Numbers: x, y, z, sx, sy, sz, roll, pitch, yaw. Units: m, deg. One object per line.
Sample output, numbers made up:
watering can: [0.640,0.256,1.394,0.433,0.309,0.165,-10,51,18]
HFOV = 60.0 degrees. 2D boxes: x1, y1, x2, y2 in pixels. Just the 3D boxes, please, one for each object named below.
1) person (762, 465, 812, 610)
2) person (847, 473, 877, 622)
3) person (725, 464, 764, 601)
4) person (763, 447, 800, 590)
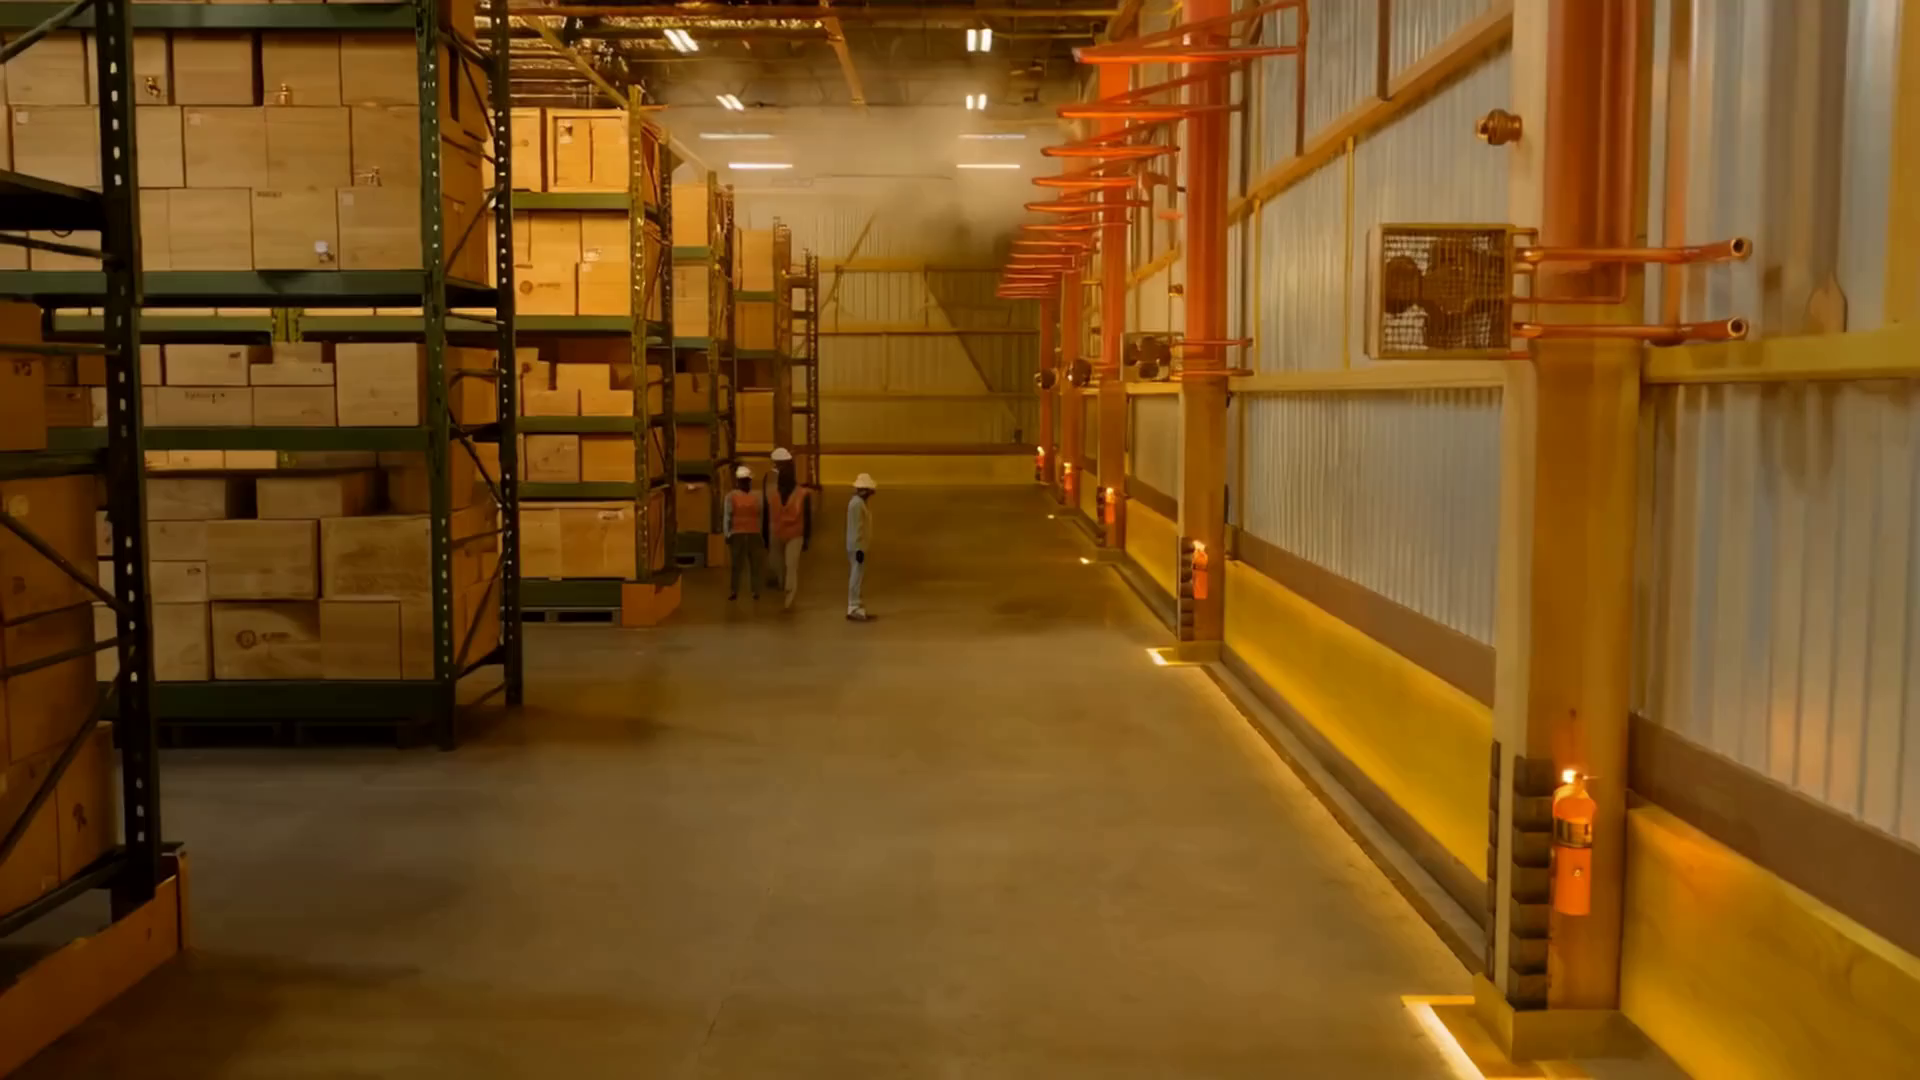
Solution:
person: [-2.156,-0.055,20.811,0.607,1.801,0.954,0,5,6]
person: [-1.137,0.085,19.488,0.349,1.743,0.572,1,5,11]
person: [-2.751,-0.086,21.338,0.526,1.768,0.331,0,5,2]
person: [-2.439,-0.290,22.665,0.406,1.945,0.614,-5,7,-43]
